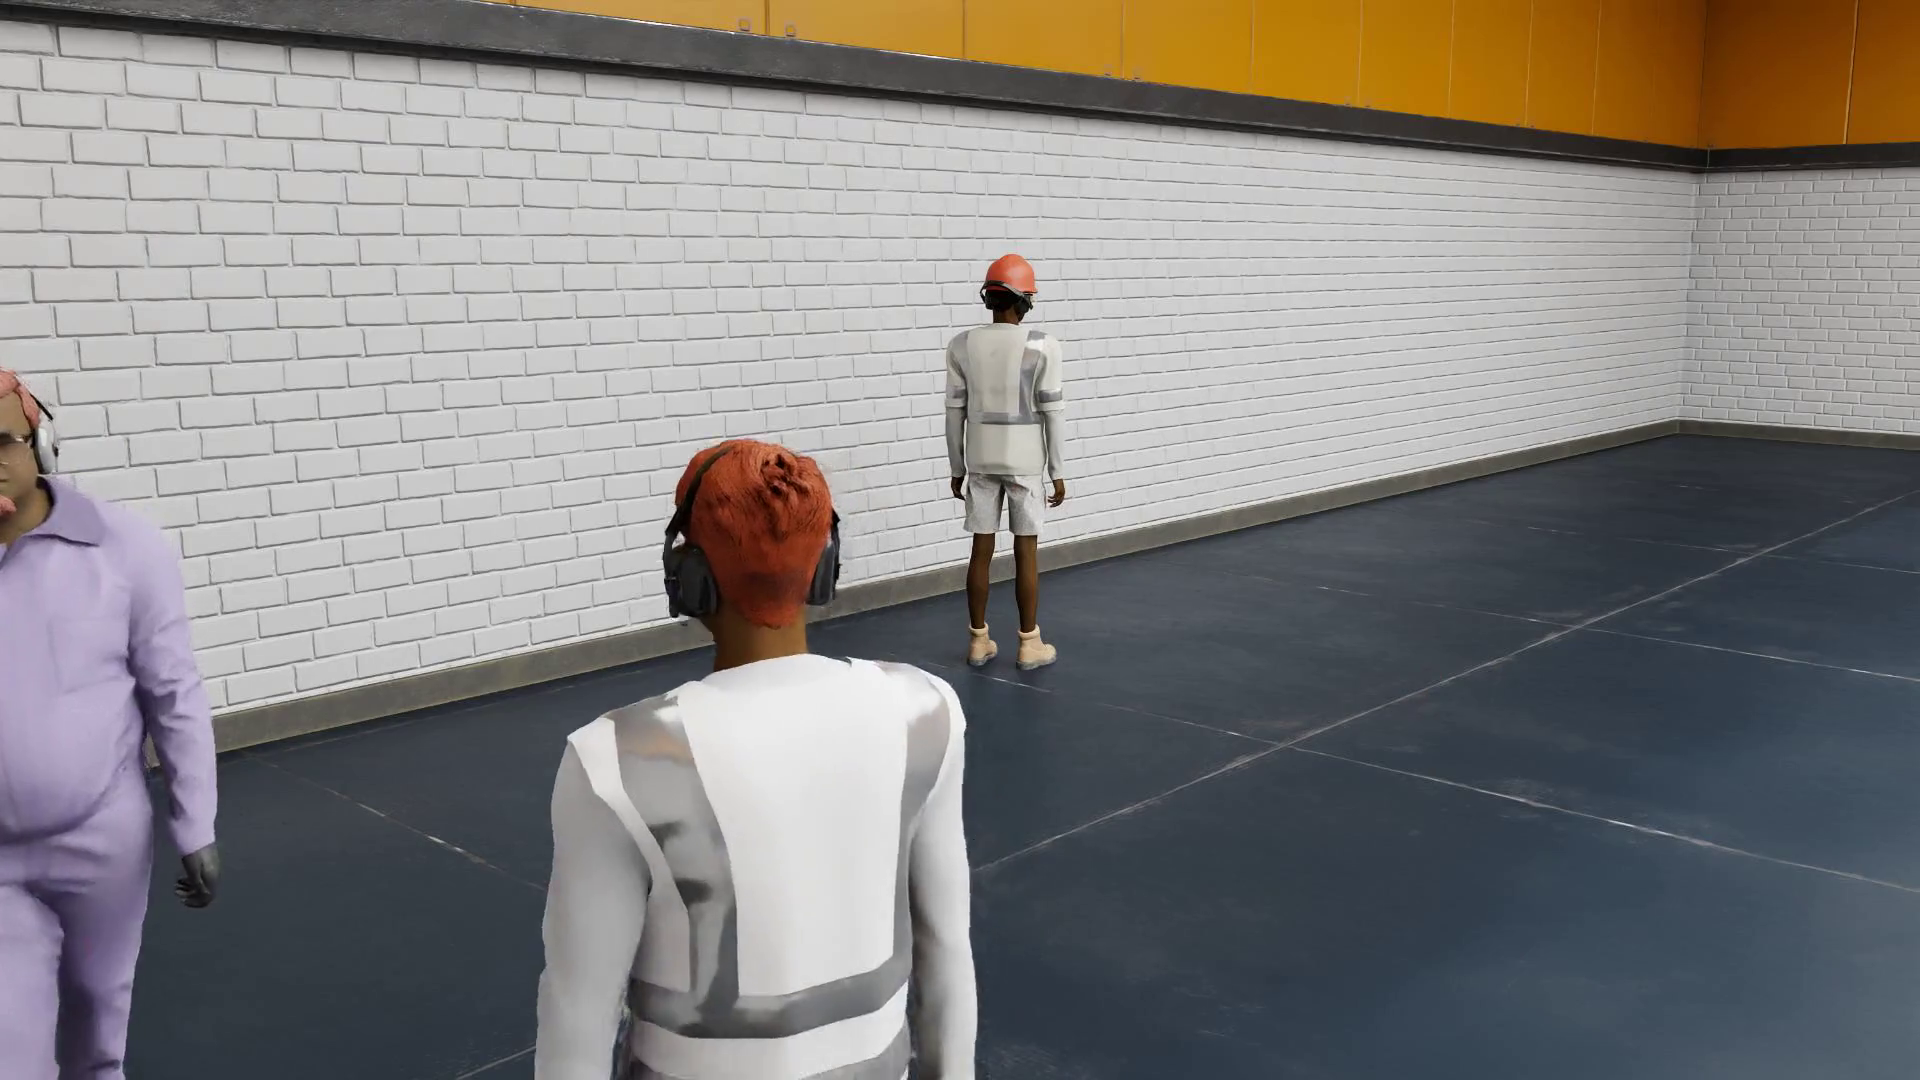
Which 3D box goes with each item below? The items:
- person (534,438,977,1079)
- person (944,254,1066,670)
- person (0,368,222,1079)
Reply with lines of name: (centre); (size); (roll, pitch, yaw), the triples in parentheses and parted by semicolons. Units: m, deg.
person: (-0.237, 0.786, 2.189); (0.589, 1.845, 0.964); (-7, 12, -34)
person: (0.235, -0.378, 8.227); (0.615, 2.042, 0.372); (4, 11, 21)
person: (-1.851, 0.577, 3.339); (0.664, 1.860, 0.984); (-6, 12, -30)
